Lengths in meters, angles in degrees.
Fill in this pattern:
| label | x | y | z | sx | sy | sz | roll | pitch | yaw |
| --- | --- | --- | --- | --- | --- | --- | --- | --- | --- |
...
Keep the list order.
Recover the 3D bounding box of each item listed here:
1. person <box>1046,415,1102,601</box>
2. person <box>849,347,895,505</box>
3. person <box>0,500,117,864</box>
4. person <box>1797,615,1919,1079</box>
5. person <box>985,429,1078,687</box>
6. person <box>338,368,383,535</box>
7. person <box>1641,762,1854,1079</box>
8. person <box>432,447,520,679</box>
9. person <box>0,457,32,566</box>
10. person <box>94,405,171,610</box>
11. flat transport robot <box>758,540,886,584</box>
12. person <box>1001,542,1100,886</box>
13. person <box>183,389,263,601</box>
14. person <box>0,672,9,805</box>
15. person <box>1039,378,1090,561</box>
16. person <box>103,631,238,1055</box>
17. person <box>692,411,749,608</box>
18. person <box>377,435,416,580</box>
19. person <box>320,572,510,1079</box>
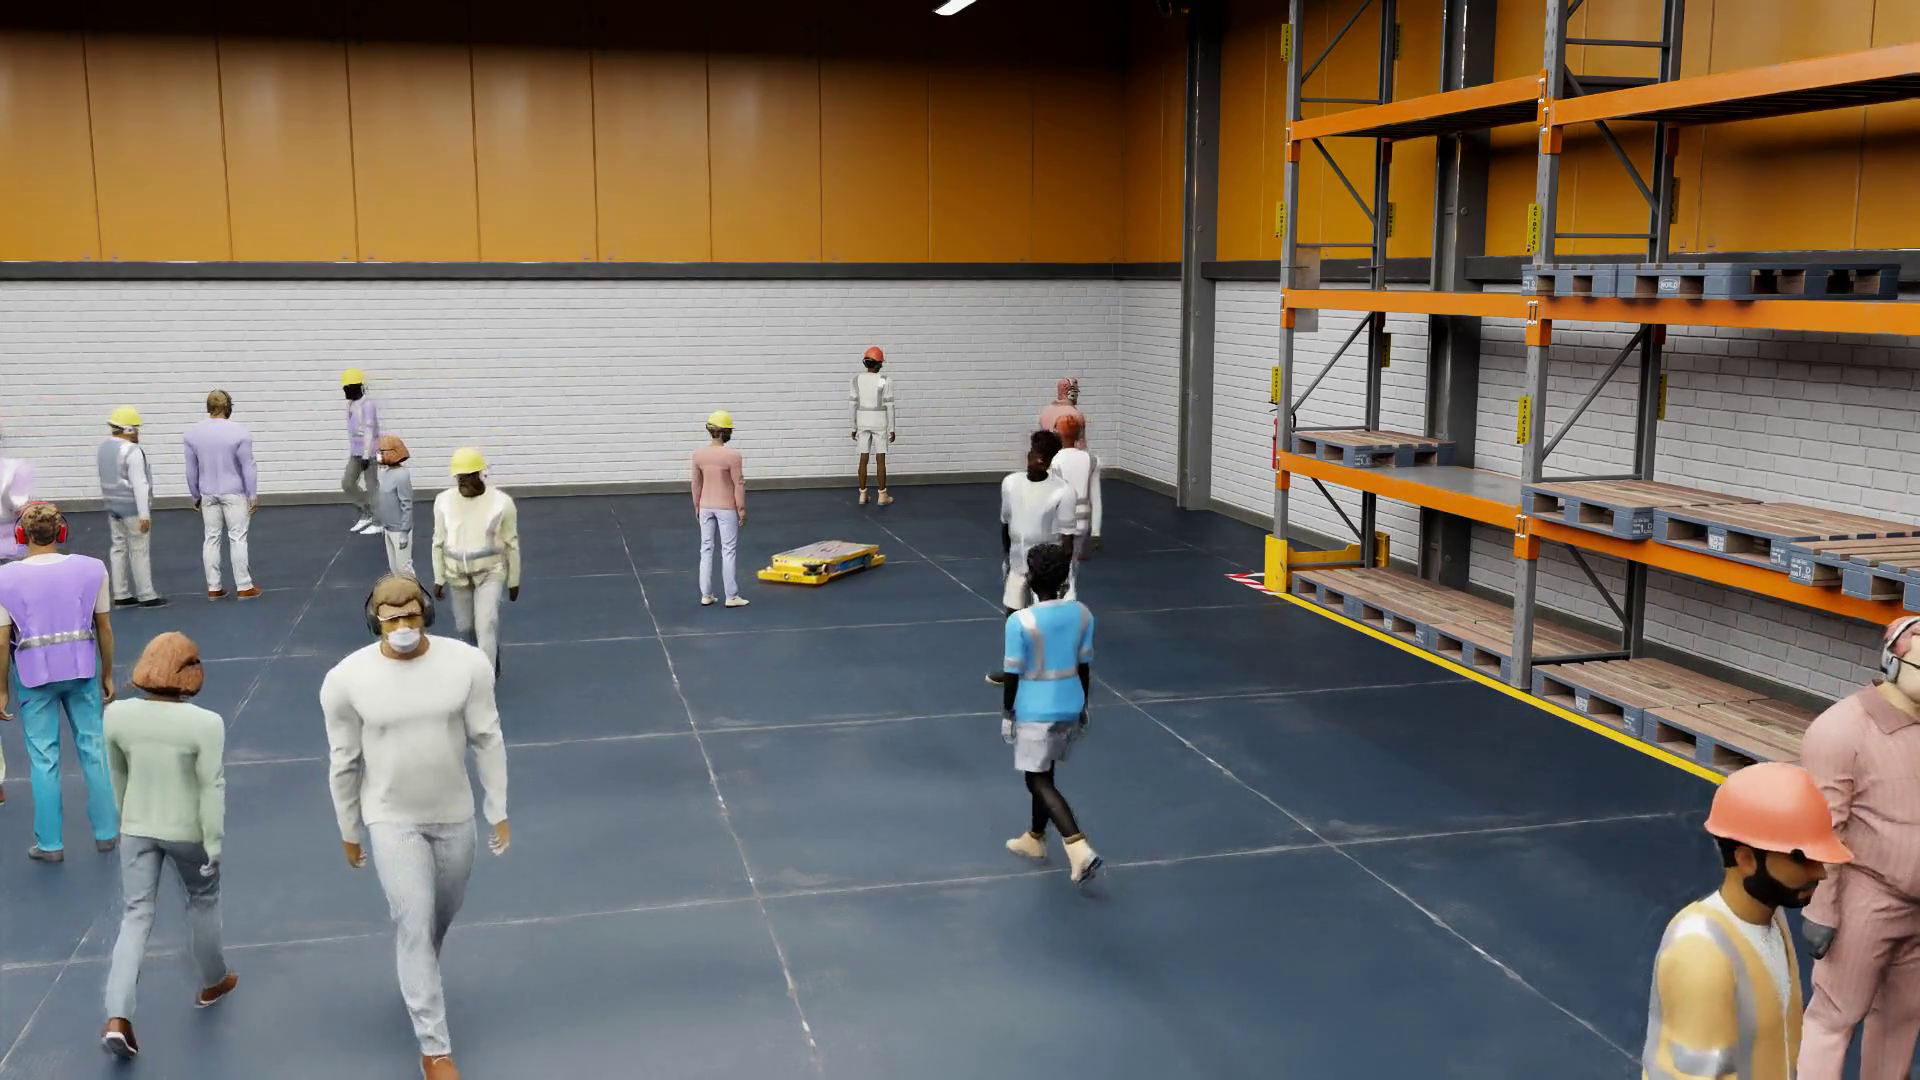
| label | x | y | z | sx | sy | sz | roll | pitch | yaw |
| --- | --- | --- | --- | --- | --- | --- | --- | --- | --- |
| person | 0.797 | -0.101 | 13.564 | 0.580 | 1.848 | 0.917 | -5 | 10 | -27 |
| person | -1.118 | -1.473 | 21.510 | 0.615 | 2.041 | 0.392 | 3 | 10 | 18 |
| person | -4.575 | 0.722 | 8.418 | 0.564 | 1.847 | 0.395 | -8 | 12 | -40 |
| person | 3.033 | 1.177 | 5.398 | 0.652 | 1.904 | 0.402 | -2 | 9 | -15 |
| person | 0.511 | 0.165 | 11.658 | 0.725 | 1.922 | 0.479 | 7 | 11 | 36 |
| person | -6.828 | -1.001 | 18.997 | 0.606 | 1.910 | 0.465 | 9 | 13 | 44 |
| person | 1.726 | 1.422 | 3.923 | 0.548 | 1.902 | 0.960 | -8 | 12 | -40 |
| person | -3.379 | 0.219 | 11.716 | 0.586 | 1.801 | 0.792 | 1 | 9 | 4 |
| person | -7.048 | 0.055 | 12.136 | 0.608 | 2.002 | 1.012 | -2 | 9 | -12 |
| person | -7.366 | -0.283 | 14.752 | 0.600 | 1.831 | 0.404 | 5 | 10 | 29 |
| flat transport robot | -1.355 | 0.206 | 16.539 | 0.652 | 0.197 | 1.431 | 4 | 10 | 25 |
| person | 0.466 | 0.849 | 8.185 | 0.537 | 1.673 | 0.758 | -7 | 11 | -36 |
| person | -6.711 | -0.405 | 15.164 | 0.635 | 1.937 | 0.353 | 0 | 9 | 2 |
| person | -5.569 | 0.701 | 9.250 | 0.506 | 1.628 | 0.277 | -4 | 10 | -24 |
| person | 1.111 | -0.735 | 17.326 | 0.401 | 1.906 | 0.650 | -6 | 11 | -35 |
| person | -3.112 | 1.156 | 6.486 | 0.505 | 1.595 | 0.824 | 0 | 9 | -1 |
| person | -2.145 | -0.276 | 14.904 | 0.531 | 1.765 | 0.327 | 4 | 10 | 24 |
| person | -4.754 | -0.068 | 14.015 | 0.278 | 1.633 | 0.507 | -7 | 11 | -37 |
| person | -2.086 | 1.028 | 6.361 | 0.642 | 1.900 | 0.980 | -5 | 11 | -30 |
